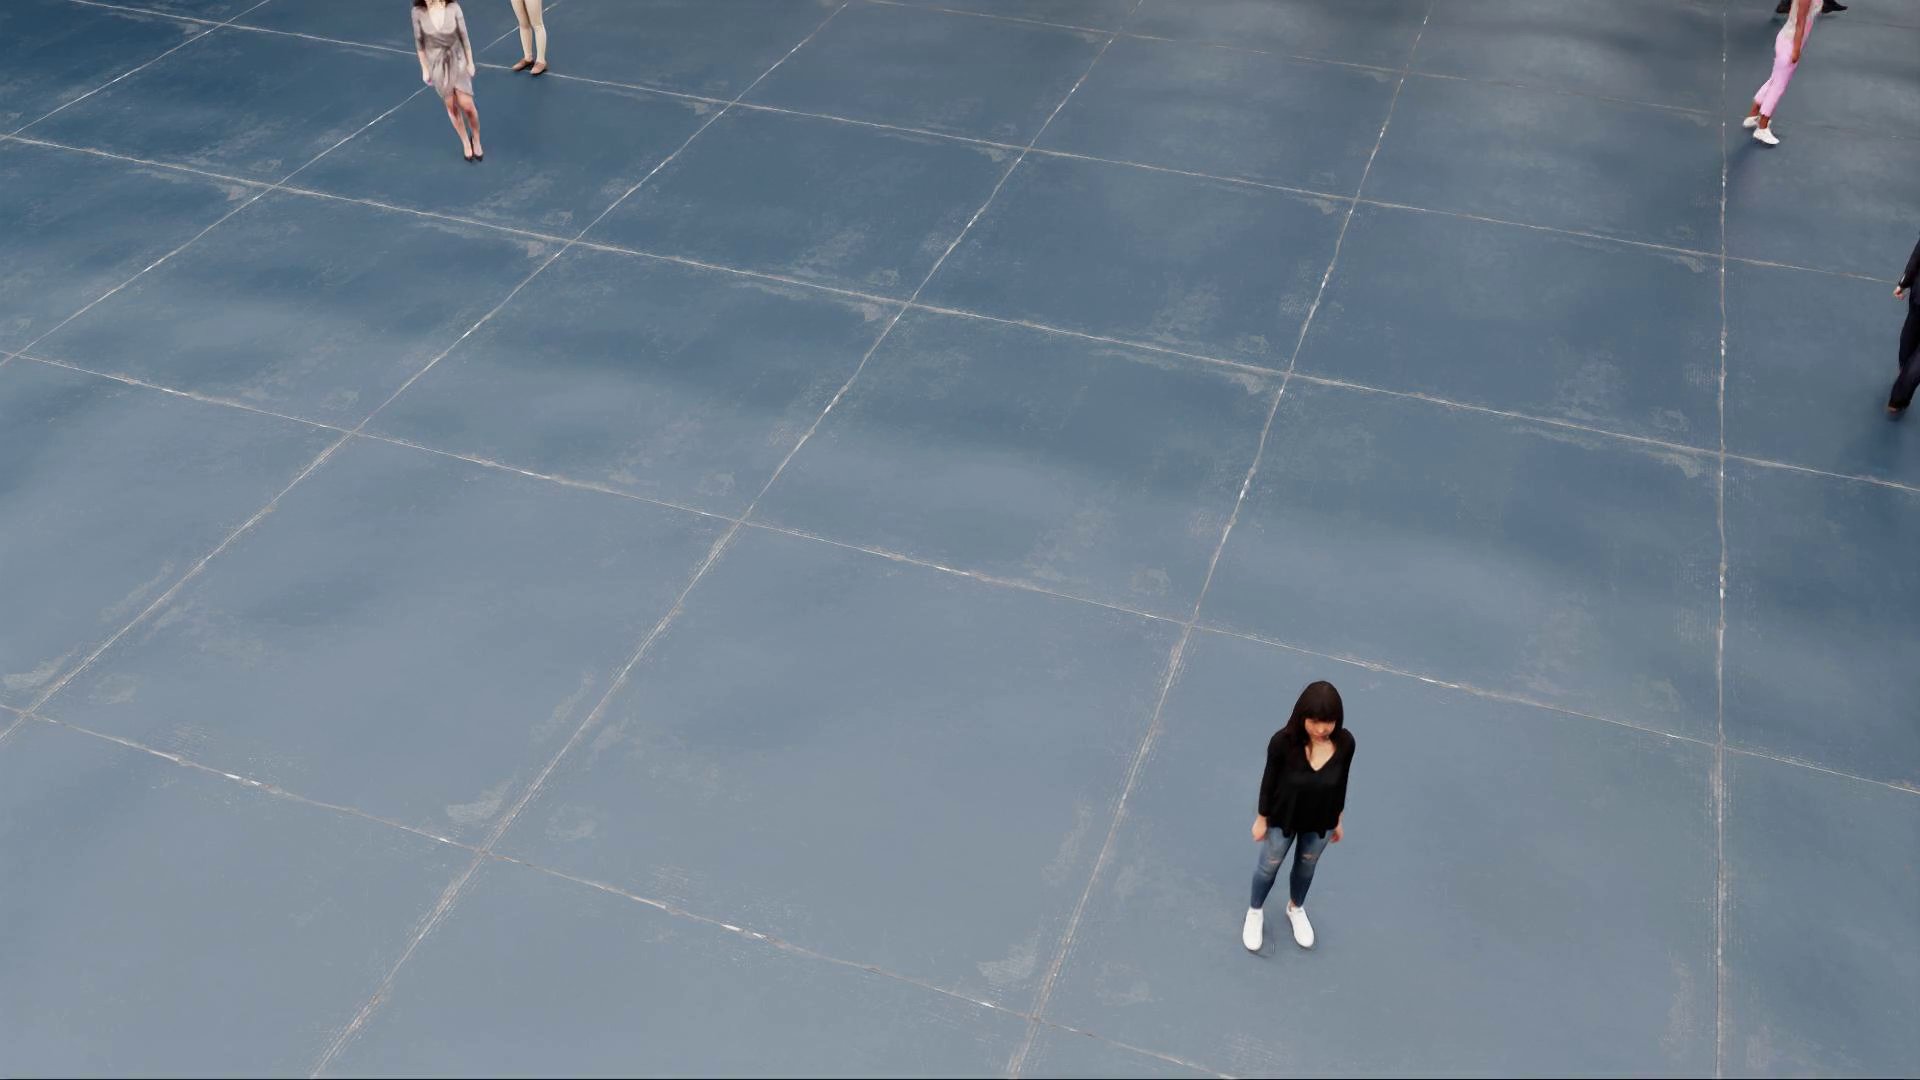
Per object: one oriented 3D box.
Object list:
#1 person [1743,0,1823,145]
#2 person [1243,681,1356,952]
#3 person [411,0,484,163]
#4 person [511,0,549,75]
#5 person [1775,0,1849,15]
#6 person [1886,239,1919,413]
[{"bbox_3d":[7.435,-4.420,14.908,0.705,1.726,0.472,25,44,28],"label":"person"},{"bbox_3d":[1.577,1.263,7.709,0.650,1.645,0.641,-2,38,-2],"label":"person"},{"bbox_3d":[-4.484,-4.151,14.565,0.716,1.724,0.757,-9,39,-11],"label":"person"},{"bbox_3d":[-4.250,-5.426,16.252,0.624,1.653,0.566,13,40,16],"label":"person"},{"bbox_3d":[8.986,-6.283,17.272,0.869,1.747,1.023,3,38,4],"label":"person"},{"bbox_3d":[6.714,-1.696,11.390,1.013,1.771,1.244,31,48,33],"label":"person"}]
